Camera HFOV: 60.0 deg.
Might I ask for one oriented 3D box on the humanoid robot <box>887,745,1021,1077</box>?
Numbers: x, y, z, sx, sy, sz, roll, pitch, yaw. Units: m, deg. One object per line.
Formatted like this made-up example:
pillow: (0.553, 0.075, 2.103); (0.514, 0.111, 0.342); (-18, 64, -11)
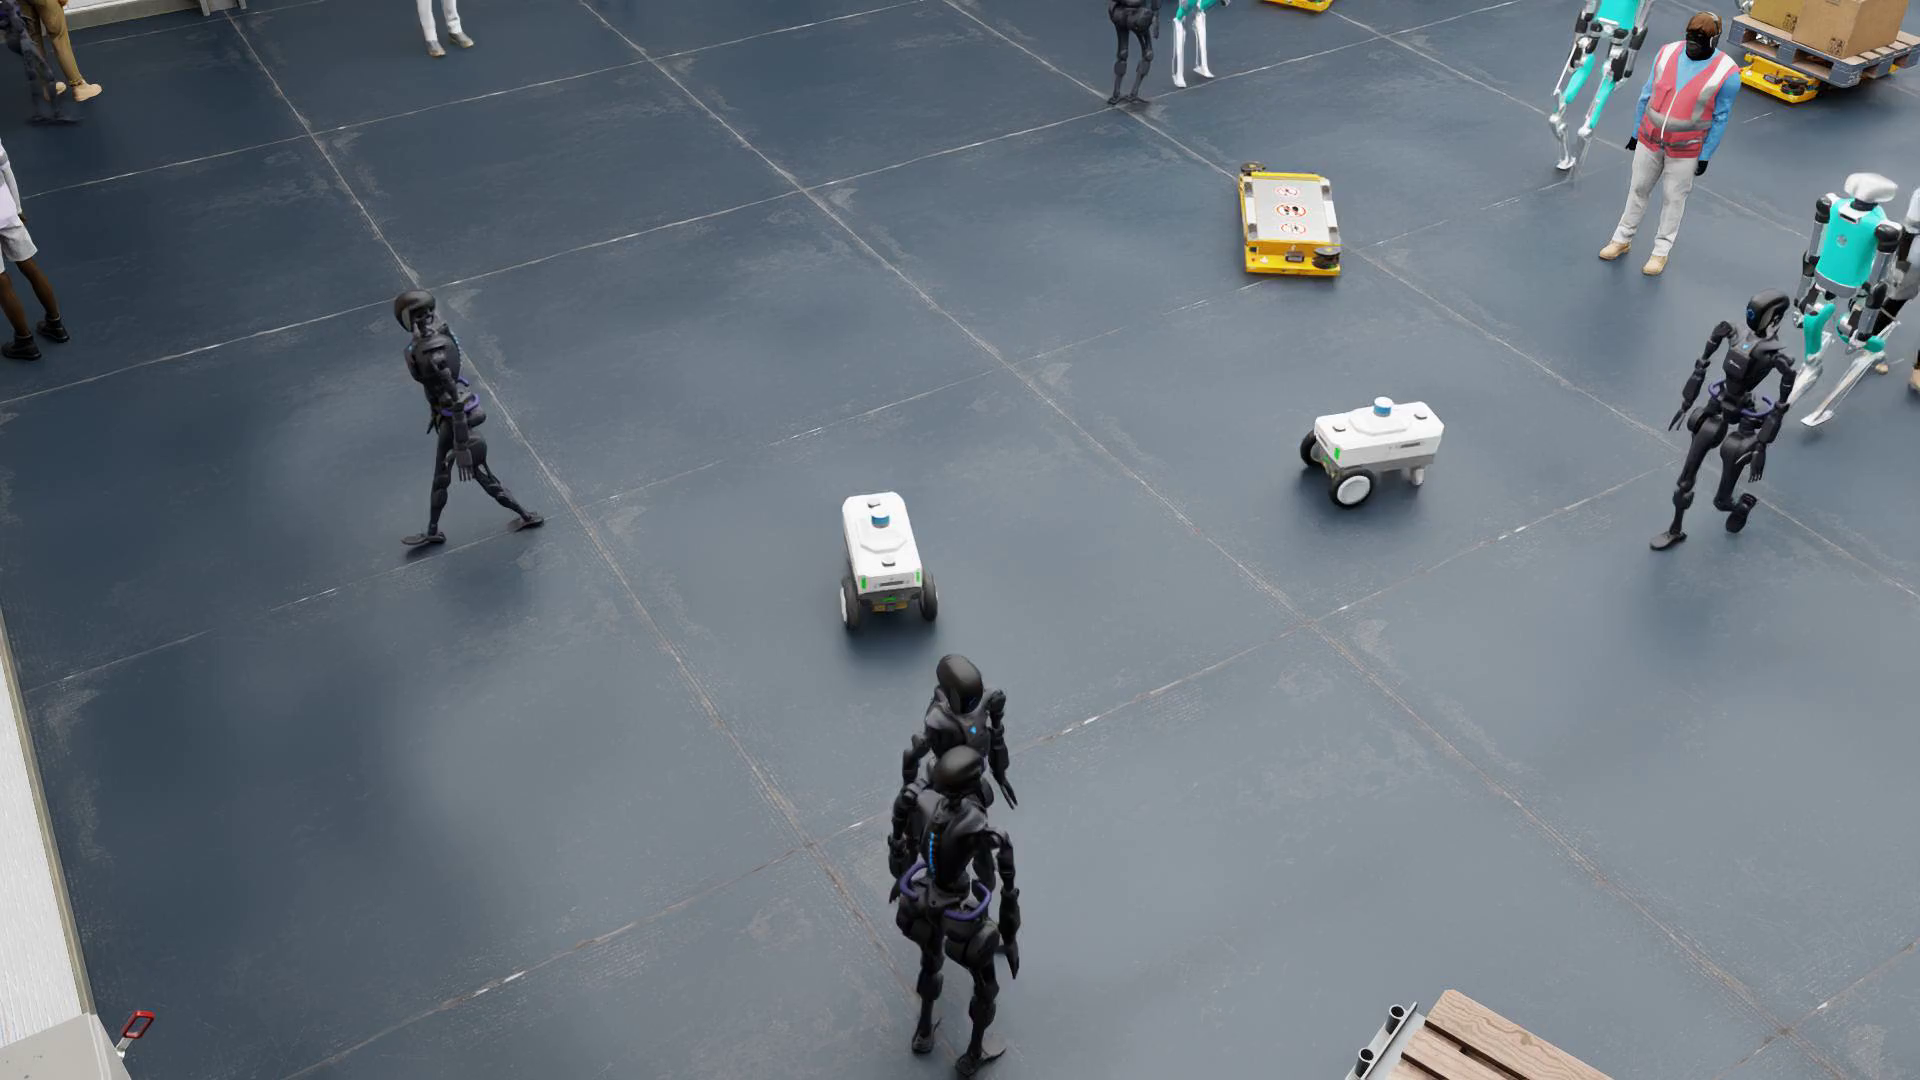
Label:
humanoid robot: (-0.039, 1.419, 6.374); (0.608, 1.649, 0.306); (21, 43, 25)

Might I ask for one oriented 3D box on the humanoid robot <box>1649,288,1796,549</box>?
humanoid robot: (4.202, -0.660, 9.000); (0.585, 1.635, 0.610); (-21, 43, -24)

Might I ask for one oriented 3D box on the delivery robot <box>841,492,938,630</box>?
delivery robot: (-0.421, 0.078, 8.956); (0.499, 0.586, 0.772); (-7, 39, -9)

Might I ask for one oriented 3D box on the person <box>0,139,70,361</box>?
person: (-6.181, -2.039, 10.522); (0.370, 1.939, 0.544); (18, 42, 22)

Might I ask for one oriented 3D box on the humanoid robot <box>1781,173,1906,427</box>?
humanoid robot: (5.297, -1.352, 9.861); (0.761, 1.828, 0.544); (-18, 42, -21)

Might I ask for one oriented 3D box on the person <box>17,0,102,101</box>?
person: (-7.667, -4.492, 13.755); (0.516, 1.767, 0.374); (6, 39, 8)

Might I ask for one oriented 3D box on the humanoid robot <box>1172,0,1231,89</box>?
humanoid robot: (2.030, -4.723, 14.050); (0.532, 1.763, 0.760); (-9, 39, -12)

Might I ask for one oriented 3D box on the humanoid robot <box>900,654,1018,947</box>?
humanoid robot: (-0.010, 1.081, 6.794); (0.612, 1.644, 0.418); (-30, 47, -32)

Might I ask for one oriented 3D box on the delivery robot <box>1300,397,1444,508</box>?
delivery robot: (2.410, -0.557, 9.774); (0.778, 0.607, 0.515); (-9, 39, -11)

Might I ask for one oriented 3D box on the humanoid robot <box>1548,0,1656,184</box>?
humanoid robot: (4.782, -3.519, 12.643); (0.539, 1.898, 0.729); (29, 47, 32)

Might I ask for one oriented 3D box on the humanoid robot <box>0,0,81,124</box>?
humanoid robot: (-7.590, -4.165, 13.413); (0.358, 1.650, 0.609); (-18, 42, -21)

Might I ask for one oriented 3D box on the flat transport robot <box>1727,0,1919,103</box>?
flat transport robot: (7.484, -4.148, 14.525); (1.431, 0.231, 0.659); (-21, 43, -24)

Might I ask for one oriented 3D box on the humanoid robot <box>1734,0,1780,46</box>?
humanoid robot: (7.123, -5.120, 14.466); (0.735, 1.673, 0.533); (-11, 40, -14)

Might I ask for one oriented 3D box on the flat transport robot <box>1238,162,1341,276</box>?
flat transport robot: (2.421, -2.376, 12.290); (0.659, 0.231, 1.431); (3, 39, 4)

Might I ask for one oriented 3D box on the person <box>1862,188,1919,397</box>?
person: (6.031, -1.665, 10.255); (0.551, 1.666, 0.732); (0, 38, 0)

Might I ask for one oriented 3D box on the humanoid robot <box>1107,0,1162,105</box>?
humanoid robot: (1.433, -4.422, 13.749); (0.391, 1.639, 0.609); (-25, 45, -28)

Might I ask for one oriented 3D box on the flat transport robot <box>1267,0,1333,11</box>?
flat transport robot: (3.526, -5.529, 16.269); (0.659, 0.231, 1.431); (22, 44, 26)

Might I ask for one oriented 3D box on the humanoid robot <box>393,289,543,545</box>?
humanoid robot: (-2.756, -0.627, 8.994); (0.774, 1.625, 0.598); (-21, 43, -24)

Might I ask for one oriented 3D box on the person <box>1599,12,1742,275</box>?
person: (4.907, -2.735, 11.478); (0.622, 1.844, 0.429); (32, 48, 34)

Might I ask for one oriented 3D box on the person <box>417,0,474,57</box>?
person: (-4.645, -5.210, 14.572); (0.592, 1.879, 0.390); (-28, 46, -31)
